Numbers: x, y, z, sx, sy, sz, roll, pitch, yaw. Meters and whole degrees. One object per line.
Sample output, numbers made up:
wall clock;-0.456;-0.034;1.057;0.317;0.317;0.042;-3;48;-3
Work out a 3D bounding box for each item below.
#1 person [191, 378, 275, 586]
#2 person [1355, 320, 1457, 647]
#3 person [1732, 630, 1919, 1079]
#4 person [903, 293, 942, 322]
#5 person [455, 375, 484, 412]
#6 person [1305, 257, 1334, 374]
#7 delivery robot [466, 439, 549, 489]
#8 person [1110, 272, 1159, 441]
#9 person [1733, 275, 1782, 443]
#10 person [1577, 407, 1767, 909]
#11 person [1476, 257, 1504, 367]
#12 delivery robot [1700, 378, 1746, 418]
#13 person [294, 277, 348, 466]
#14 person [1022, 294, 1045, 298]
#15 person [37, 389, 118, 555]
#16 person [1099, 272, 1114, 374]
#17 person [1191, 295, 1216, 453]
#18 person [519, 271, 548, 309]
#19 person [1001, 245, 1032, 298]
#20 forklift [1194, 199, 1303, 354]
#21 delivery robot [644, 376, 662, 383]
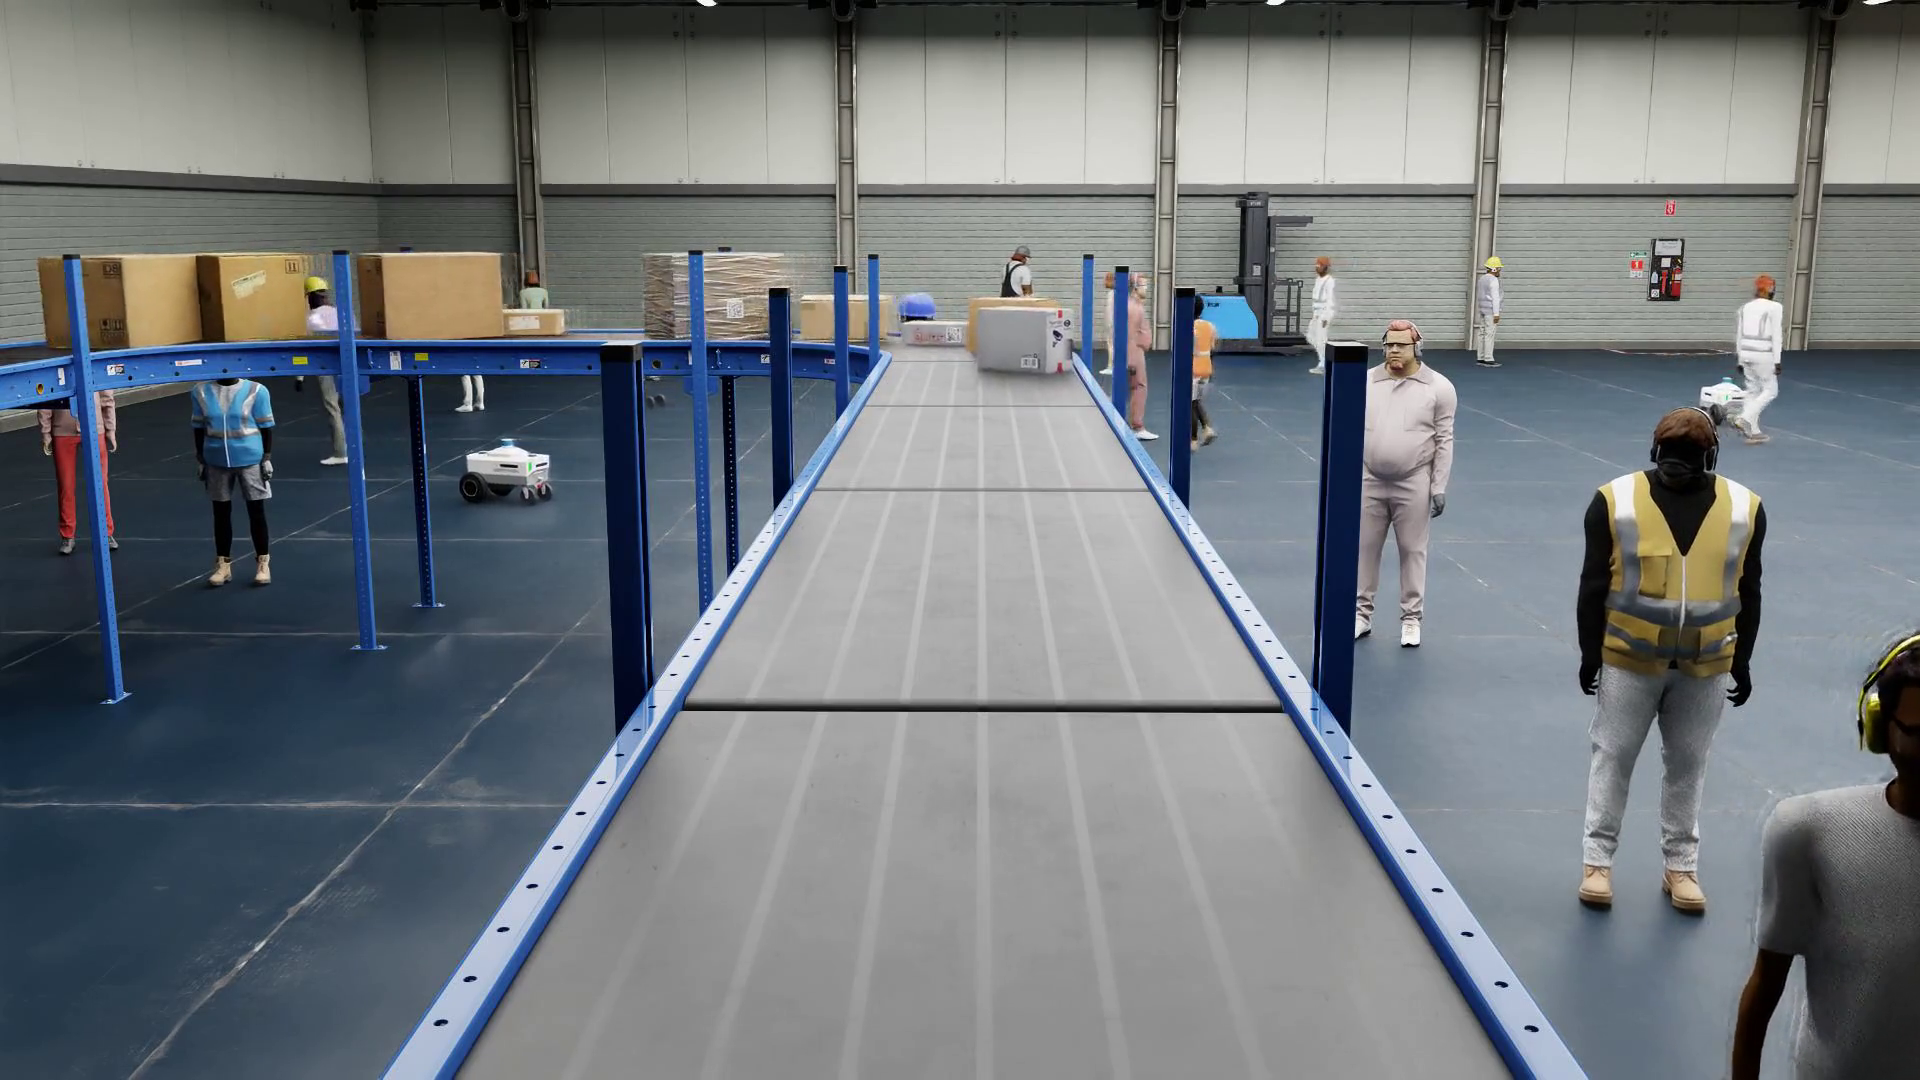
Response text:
person;-4.945;-0.532;11.347;0.536;1.696;0.321;-1;11;-6
person;2.550;-0.332;9.780;0.639;1.908;0.409;6;12;27
person;1.627;1.029;2.970;0.512;1.846;0.737;3;11;15
person;-0.387;-0.926;12.770;0.627;1.930;0.611;-4;12;-20
person;-6.393;-2.477;21.507;0.284;1.631;0.502;6;13;28
person;5.787;-3.607;26.708;0.415;1.865;0.600;-2;11;-8
delivery robot;-4.022;-0.659;14.810;0.707;0.478;0.477;4;12;19
person;1.899;-2.075;18.787;0.649;1.885;0.660;0;11;3
person;8.836;-1.997;18.451;0.495;1.856;0.658;-4;12;-18
person;2.559;0.432;6.028;0.625;1.840;0.430;2;11;12
person;8.936;-3.844;28.014;0.404;1.831;0.600;-2;11;-9
delivery robot;9.385;-1.744;20.386;0.477;0.478;0.707;0;11;-1
person;-6.418;-1.705;16.846;0.532;1.894;0.623;4;12;21
person;0.512;-1.086;13.714;0.694;1.884;0.653;-2;11;-8
person;-6.608;-0.788;12.475;0.525;1.772;0.305;-6;13;-29
person;2.484;-3.454;26.536;0.454;1.619;0.516;4;12;19
person;2.485;-1.778;17.752;0.556;1.683;0.369;-10;15;-42
person;-6.828;-3.485;26.682;0.507;1.632;0.268;-10;15;-40
person;0.994;-4.164;29.236;0.595;2.000;0.772;-8;14;-35
forklift;5.313;-4.851;30.603;1.873;2.768;1.129;0;11;1
delivery robot;-4.338;-2.229;22.209;0.698;0.223;0.335;4;12;21
